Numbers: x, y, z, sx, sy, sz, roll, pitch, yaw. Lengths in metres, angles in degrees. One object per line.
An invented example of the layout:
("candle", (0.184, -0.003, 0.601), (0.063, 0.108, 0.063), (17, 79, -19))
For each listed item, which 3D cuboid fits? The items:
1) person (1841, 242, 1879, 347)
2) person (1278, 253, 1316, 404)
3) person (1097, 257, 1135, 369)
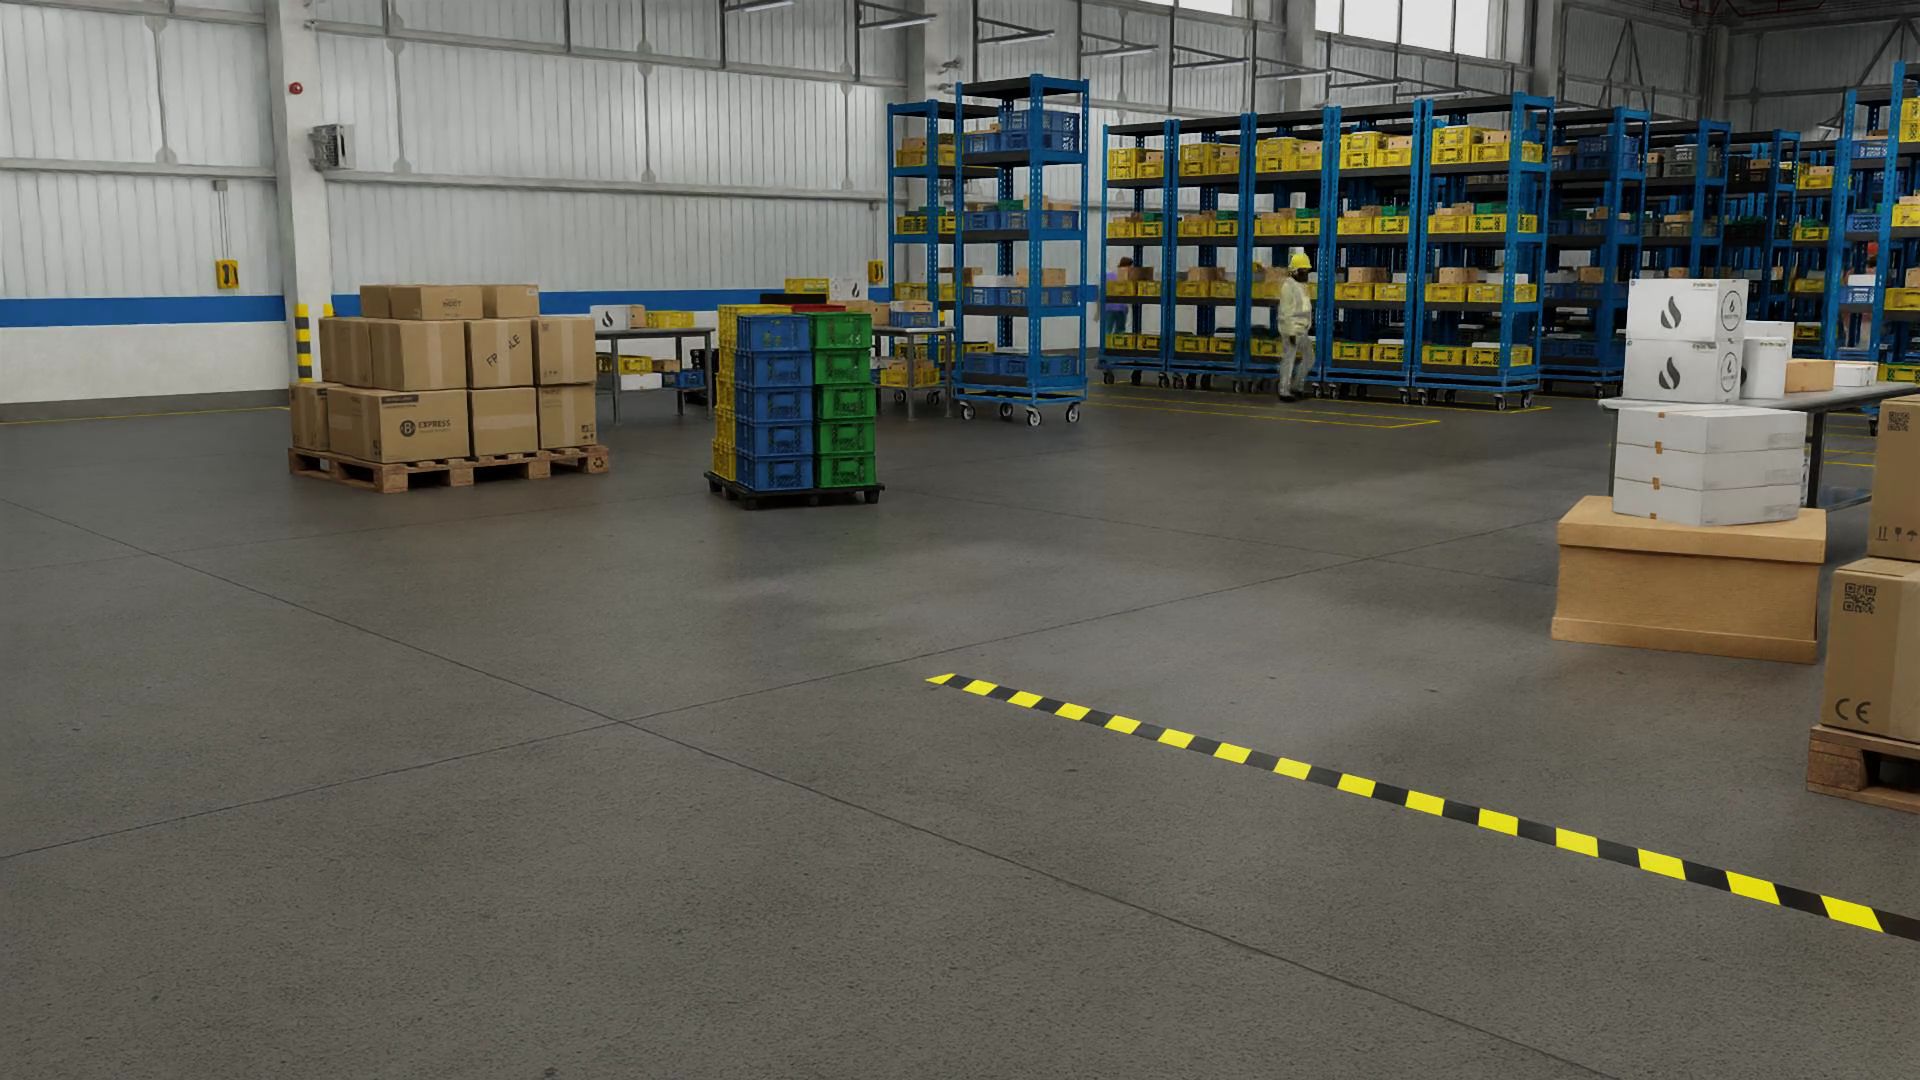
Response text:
("person", (11.194, -2.723, 20.641), (0.396, 1.992, 0.623), (-1, 10, -7))
("person", (4.071, -2.536, 20.047), (0.503, 1.814, 0.625), (6, 11, 33))
("person", (2.540, -3.650, 26.795), (0.624, 1.802, 0.599), (4, 10, 20))
